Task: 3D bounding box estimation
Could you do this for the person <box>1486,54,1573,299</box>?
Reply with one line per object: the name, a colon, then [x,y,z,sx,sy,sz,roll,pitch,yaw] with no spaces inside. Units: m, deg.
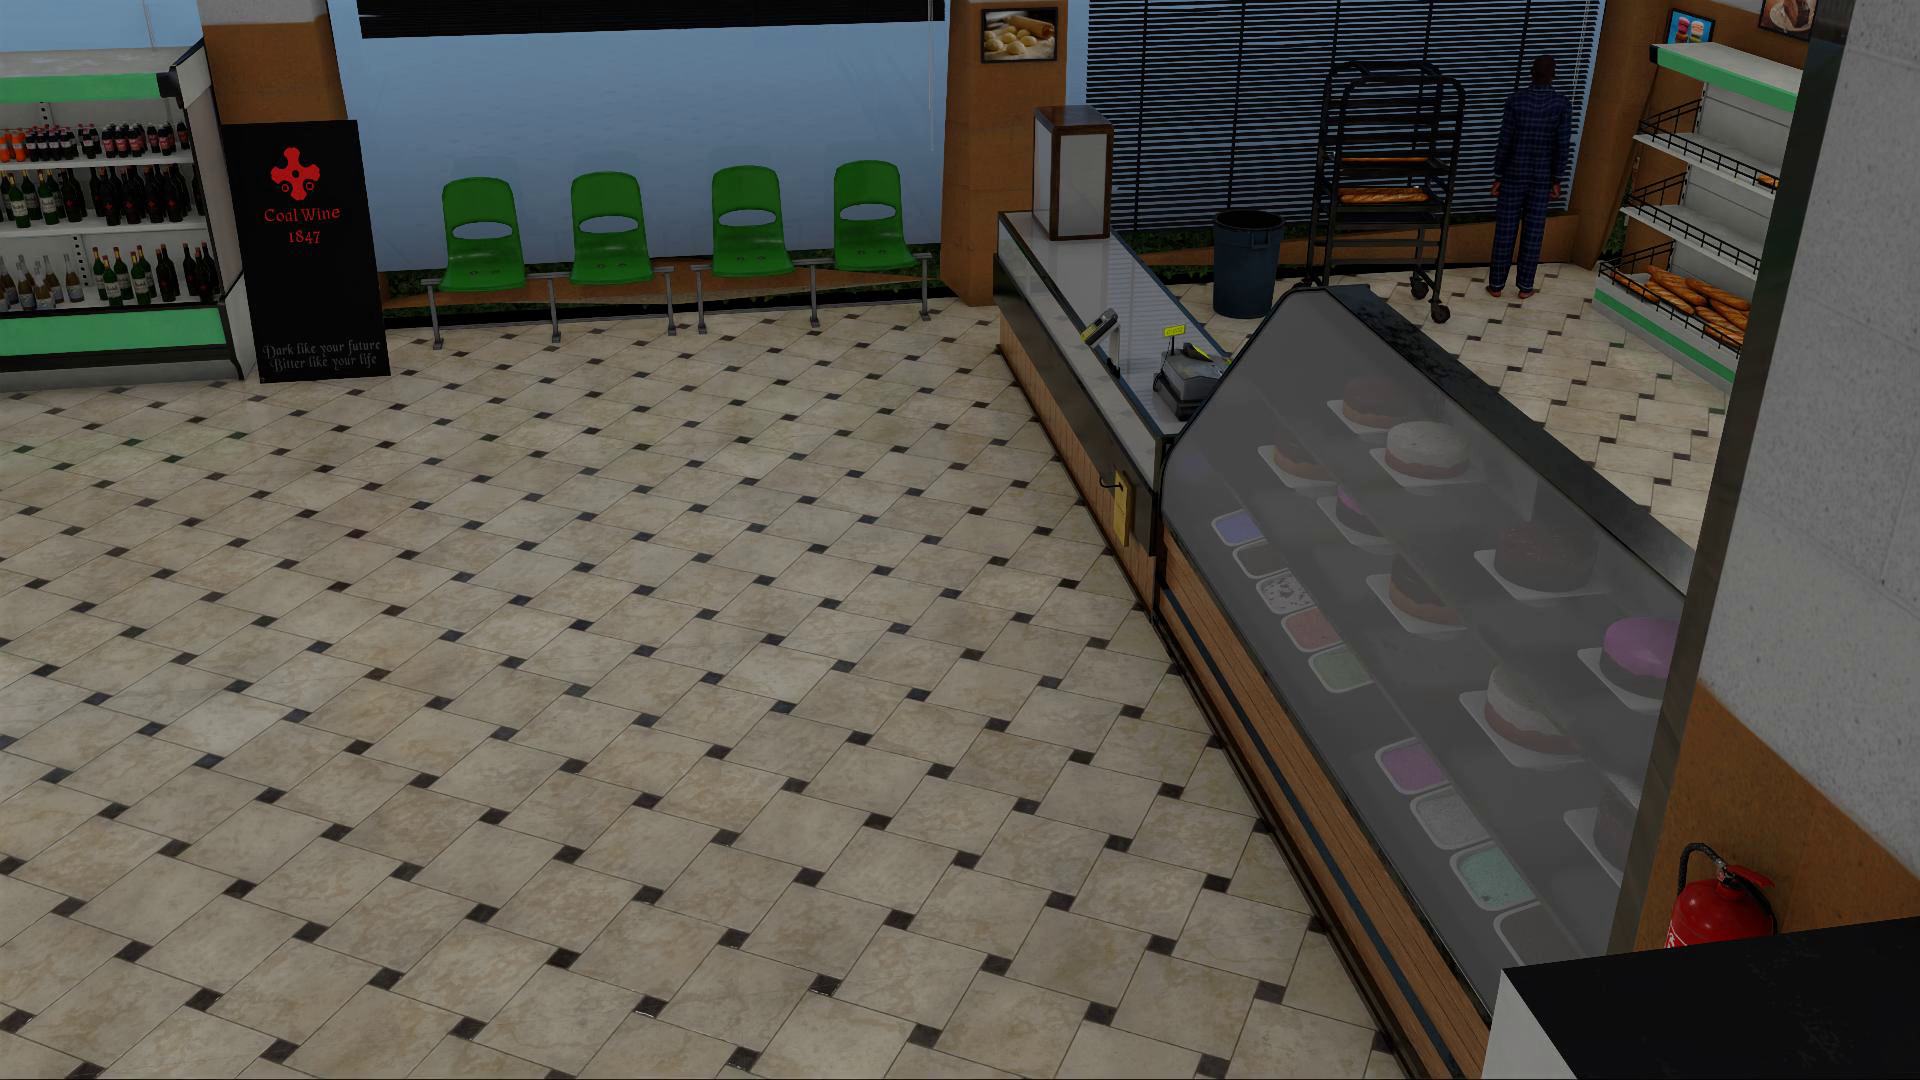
person: [4.259,-2.730,12.512,0.710,1.824,0.837,7,28,14]
